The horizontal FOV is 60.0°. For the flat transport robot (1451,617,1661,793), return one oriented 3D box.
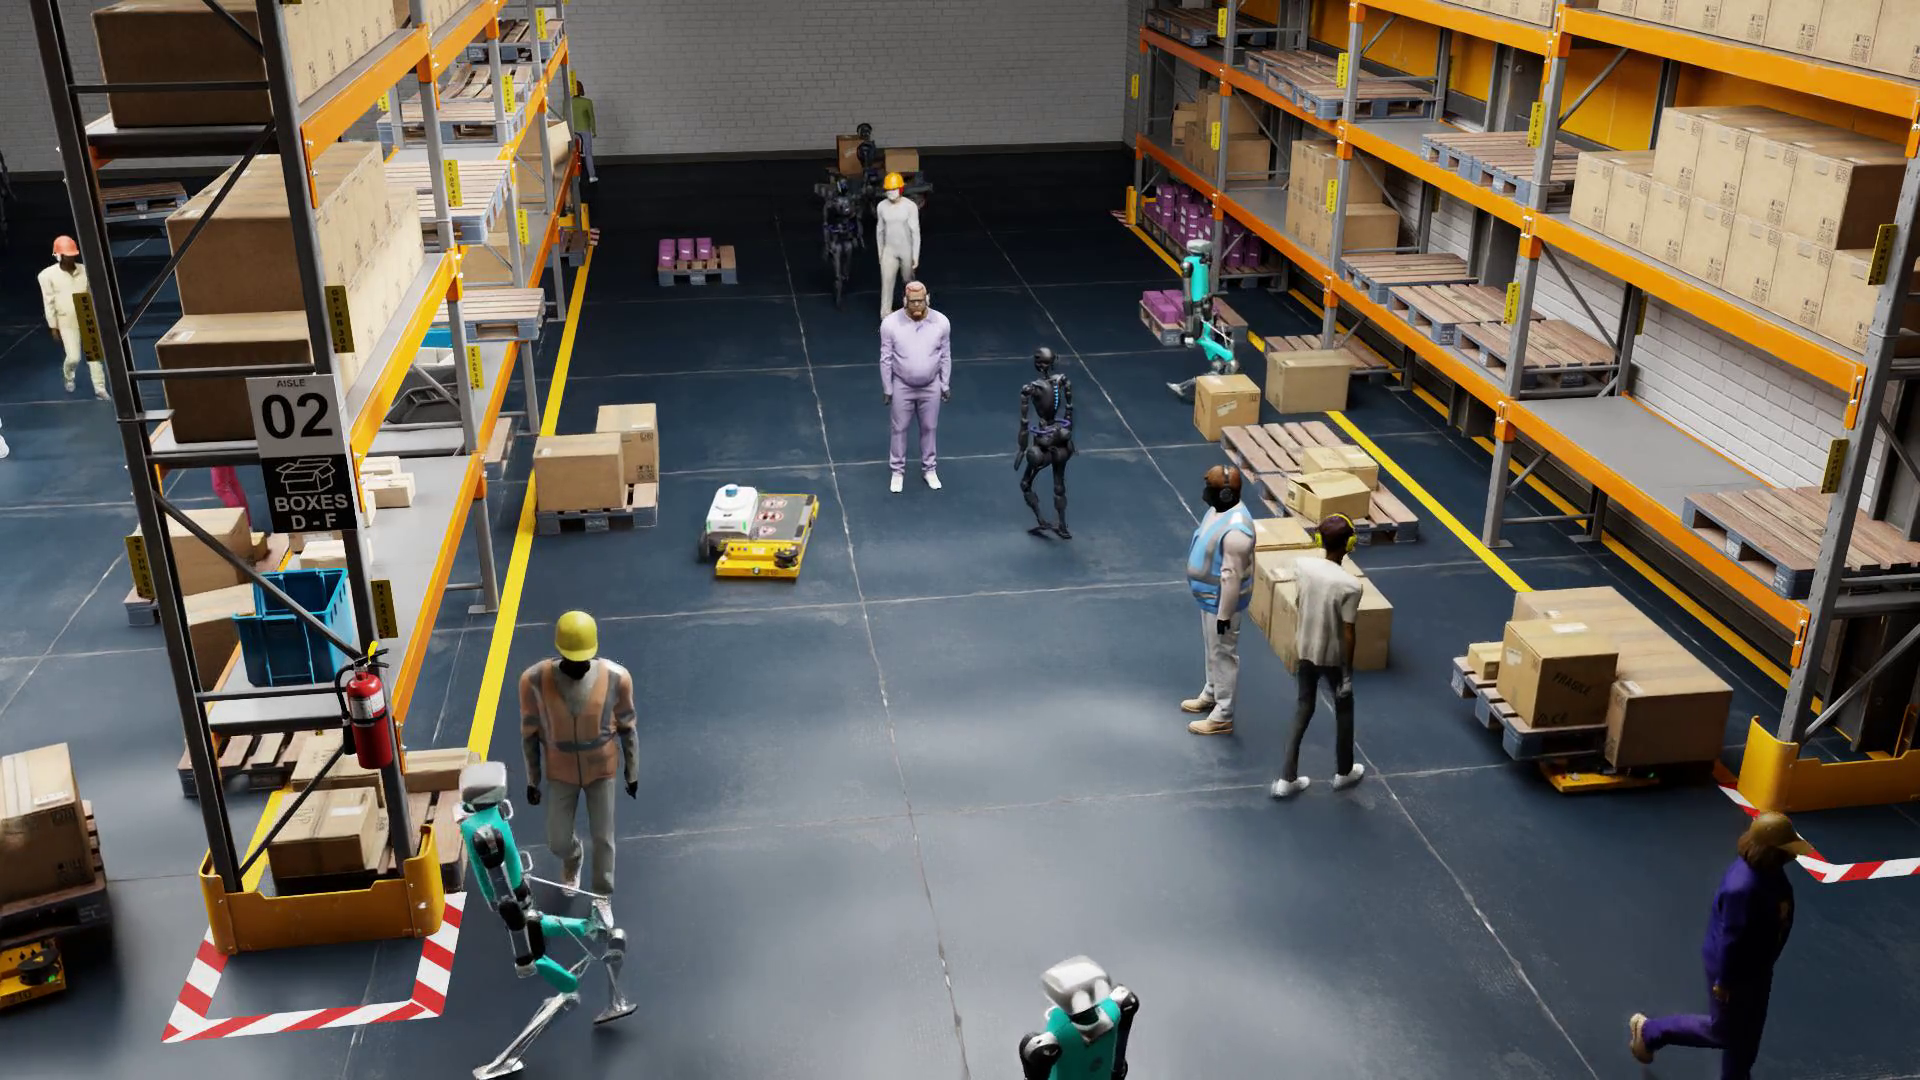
[{"bbox_3d":[3.939,1.200,10.944,0.659,0.231,1.431,-3,24,-7],"label":"flat transport robot"}]

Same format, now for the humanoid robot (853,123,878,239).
[{"bbox_3d":[-1.252,-5.068,23.524,0.740,1.632,0.601,-1,24,-1],"label":"humanoid robot"}]

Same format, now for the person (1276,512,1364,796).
[{"bbox_3d":[2.209,0.700,10.125,0.518,1.832,0.650,21,31,39],"label":"person"}]

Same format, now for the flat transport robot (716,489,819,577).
[{"bbox_3d":[-1.584,-0.065,13.827,0.659,0.231,1.431,1,24,2],"label":"flat transport robot"}]

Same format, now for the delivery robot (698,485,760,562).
[{"bbox_3d":[-1.871,-0.143,13.671,0.499,0.614,0.803,0,24,0],"label":"delivery robot"}]

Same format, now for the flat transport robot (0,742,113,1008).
[{"bbox_3d":[-5.250,2.067,8.968,0.659,0.231,1.431,-13,27,-27],"label":"flat transport robot"}]

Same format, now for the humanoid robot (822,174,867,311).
[{"bbox_3d":[-1.432,-3.666,20.338,0.612,1.630,0.669,-16,29,-33],"label":"humanoid robot"}]

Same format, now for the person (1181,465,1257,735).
[{"bbox_3d":[1.690,0.379,10.875,0.430,1.839,0.631,-1,24,-2],"label":"person"}]

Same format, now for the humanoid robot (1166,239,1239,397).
[{"bbox_3d":[2.528,-2.124,16.679,1.007,1.728,0.553,15,28,30],"label":"humanoid robot"}]

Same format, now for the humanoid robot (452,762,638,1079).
[{"bbox_3d":[-1.882,1.764,7.875,1.039,1.757,0.550,-12,26,-25],"label":"humanoid robot"}]

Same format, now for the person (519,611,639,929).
[{"bbox_3d":[-2.012,1.212,8.876,0.615,1.905,0.492,-4,24,-8],"label":"person"}]

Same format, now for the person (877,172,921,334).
[{"bbox_3d":[-0.716,-3.361,19.386,0.566,1.850,0.963,5,24,11],"label":"person"}]

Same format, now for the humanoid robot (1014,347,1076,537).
[{"bbox_3d":[0.725,-0.807,13.761,0.606,1.643,0.414,-18,29,-35],"label":"humanoid robot"}]

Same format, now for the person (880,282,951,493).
[{"bbox_3d":[-0.382,-1.353,14.725,0.642,1.909,0.403,-4,24,-10],"label":"person"}]

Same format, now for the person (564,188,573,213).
[{"bbox_3d":[-6.189,-5.748,25.003,0.565,1.696,0.636,16,28,32],"label":"person"}]

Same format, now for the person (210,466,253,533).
[{"bbox_3d":[-6.149,-0.764,13.735,0.328,1.617,0.544,-9,25,-19],"label":"person"}]

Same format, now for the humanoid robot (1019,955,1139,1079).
[{"bbox_3d":[0.307,2.321,6.563,0.543,1.791,0.675,-18,30,-36],"label":"humanoid robot"}]

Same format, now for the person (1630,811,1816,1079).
[{"bbox_3d":[3.532,1.914,7.642,0.464,1.602,0.611,-22,32,-40],"label":"person"}]

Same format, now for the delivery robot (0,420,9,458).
[{"bbox_3d":[-9.390,-0.993,15.578,0.782,0.589,0.499,-16,28,-32],"label":"delivery robot"}]

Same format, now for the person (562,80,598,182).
[{"bbox_3d":[-6.204,-6.669,27.170,0.505,1.631,0.267,-1,24,-3],"label":"person"}]

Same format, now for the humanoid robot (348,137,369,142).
[{"bbox_3d":[-7.780,-4.544,22.262,0.556,1.781,0.876,2,24,5],"label":"humanoid robot"}]

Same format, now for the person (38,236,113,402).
[{"bbox_3d":[-9.054,-2.267,17.012,0.516,1.731,0.578,19,30,36],"label":"person"}]

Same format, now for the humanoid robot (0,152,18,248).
[{"bbox_3d":[-13.427,-4.890,23.065,0.599,1.653,0.410,-7,25,-16],"label":"humanoid robot"}]
